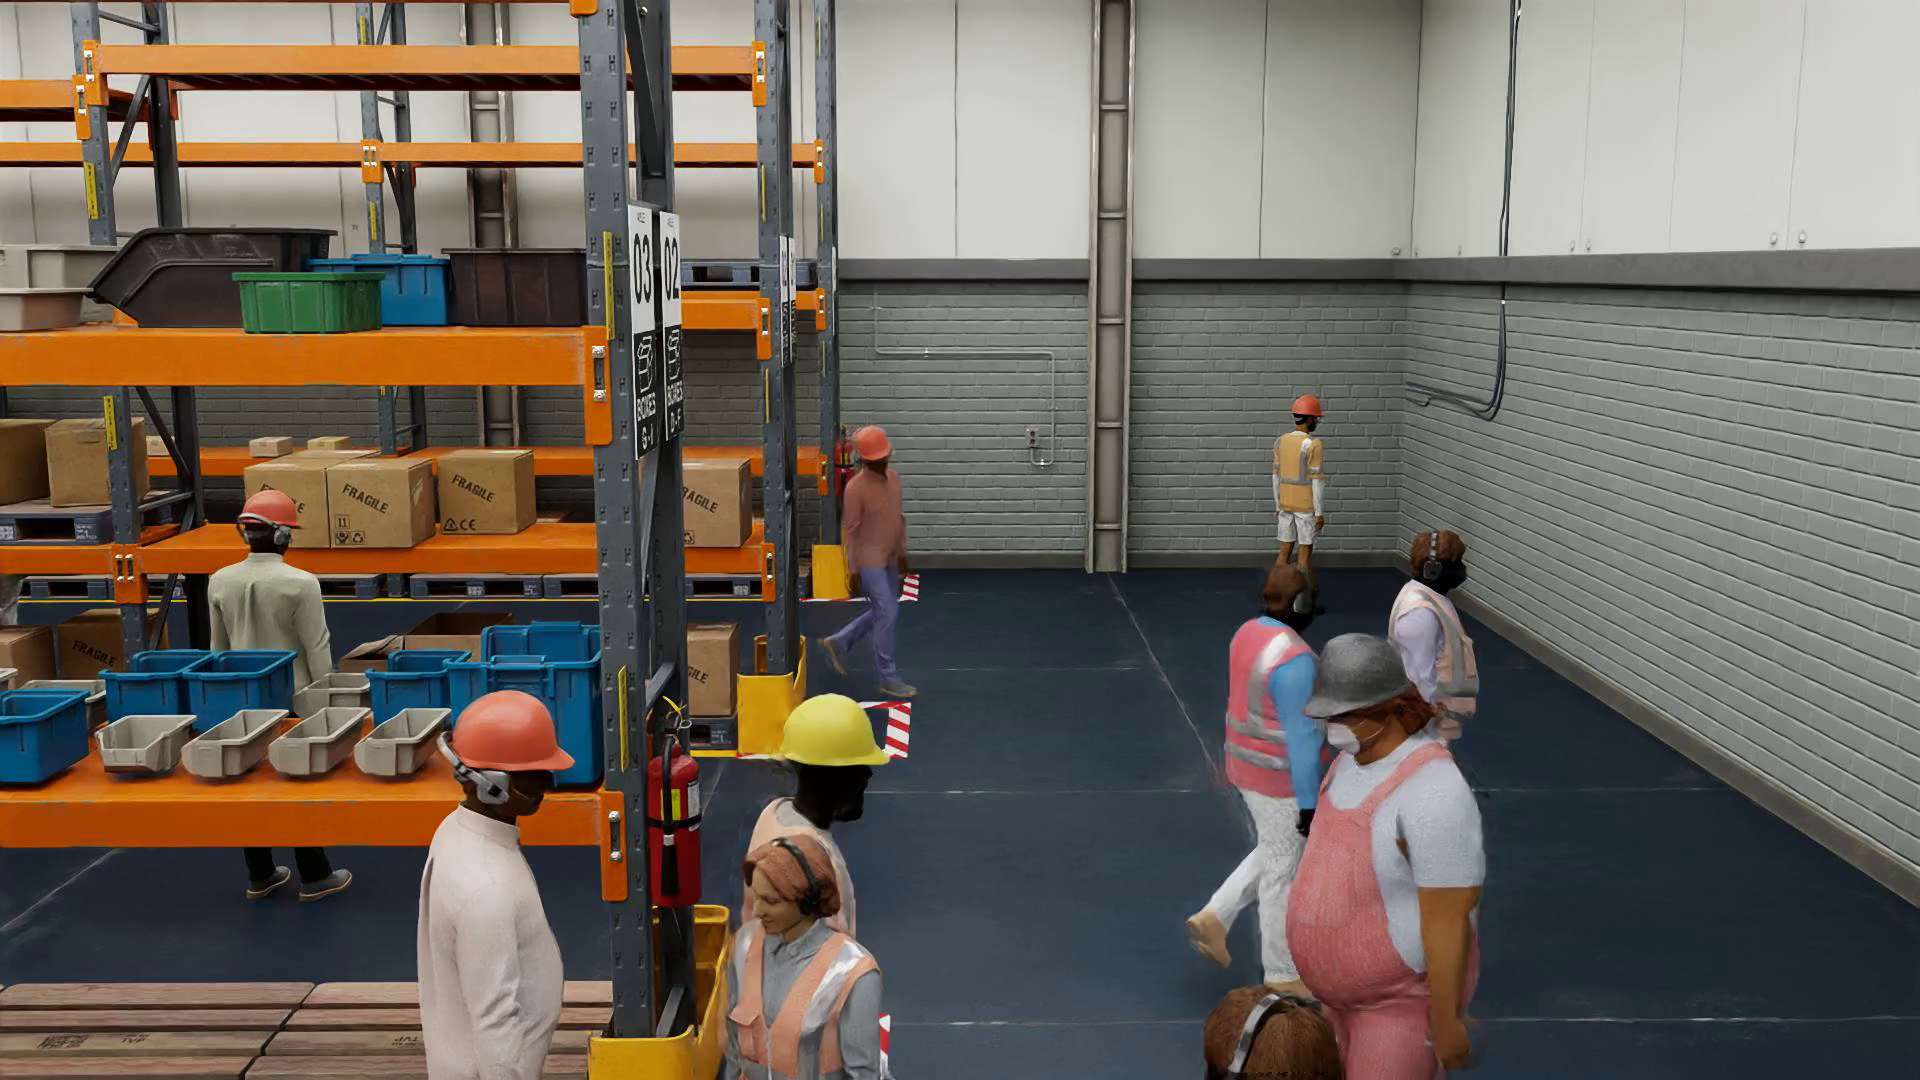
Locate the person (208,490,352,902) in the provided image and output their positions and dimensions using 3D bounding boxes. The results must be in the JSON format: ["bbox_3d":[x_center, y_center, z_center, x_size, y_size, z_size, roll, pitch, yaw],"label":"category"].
[{"bbox_3d":[-3.266,0.751,7.982,0.608,1.988,0.387,2,9,12],"label":"person"}]

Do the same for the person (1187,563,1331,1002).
[{"bbox_3d":[1.275,1.008,6.928,0.541,1.814,0.695,-1,9,-7],"label":"person"}]

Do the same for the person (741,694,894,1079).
[{"bbox_3d":[-0.327,1.351,4.580,0.871,1.894,0.603,-1,9,-9],"label":"person"}]

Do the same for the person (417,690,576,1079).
[{"bbox_3d":[-1.175,1.356,4.305,0.406,1.981,0.625,-3,10,-20],"label":"person"}]

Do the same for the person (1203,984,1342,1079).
[{"bbox_3d":[0.570,1.669,2.841,0.565,1.832,0.640,9,13,43],"label":"person"}]

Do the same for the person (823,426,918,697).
[{"bbox_3d":[-0.670,0.139,11.858,0.735,1.951,0.630,5,10,27],"label":"person"}]

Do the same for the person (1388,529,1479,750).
[{"bbox_3d":[2.181,0.864,7.738,0.430,1.845,0.619,3,10,16],"label":"person"}]

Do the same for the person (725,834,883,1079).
[{"bbox_3d":[-0.395,1.537,4.260,0.526,1.632,0.312,7,12,38],"label":"person"}]

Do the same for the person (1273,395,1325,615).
[{"bbox_3d":[3.003,-0.304,14.614,0.377,1.932,0.551,-6,11,-34],"label":"person"}]
